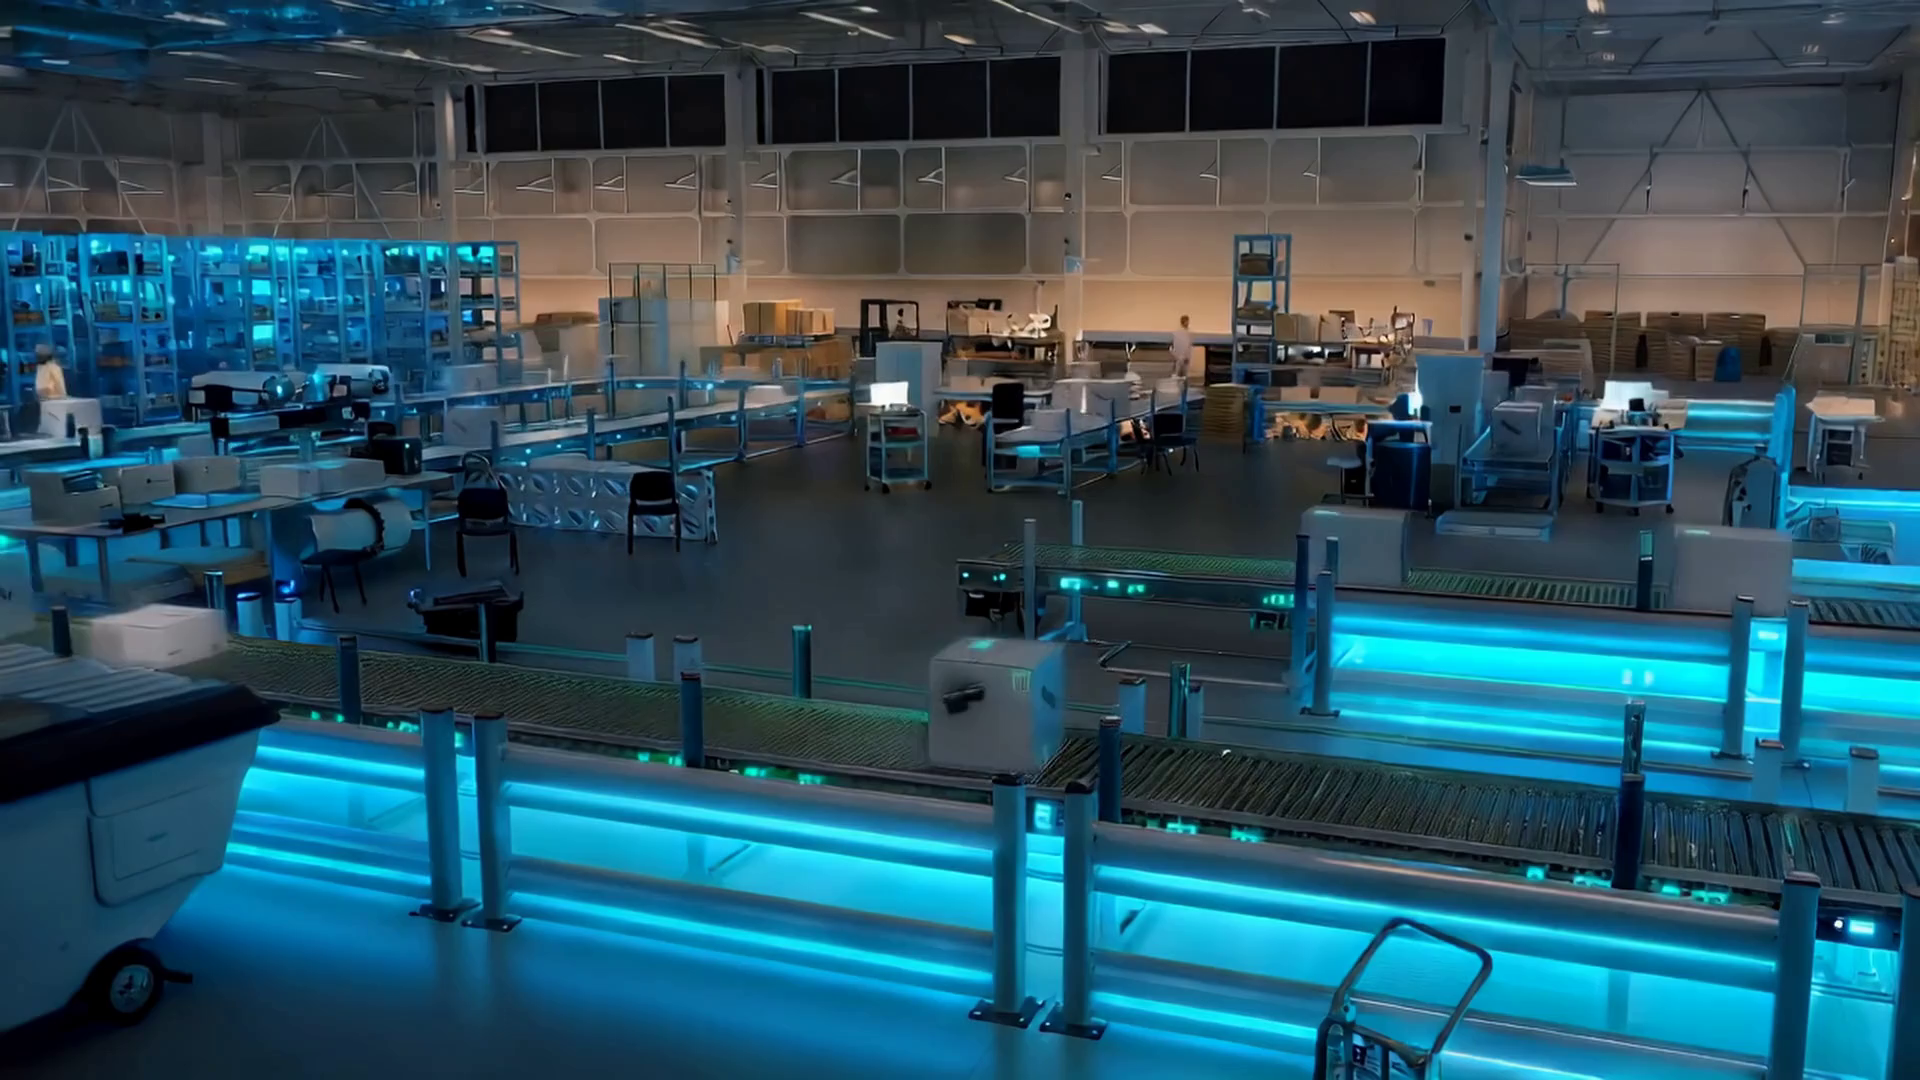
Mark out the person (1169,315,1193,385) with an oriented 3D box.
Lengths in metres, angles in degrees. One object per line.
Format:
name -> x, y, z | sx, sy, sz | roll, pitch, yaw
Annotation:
person -> 5.163, -4.321, 38.942 | 0.709, 1.887, 0.650 | -3, 10, -15

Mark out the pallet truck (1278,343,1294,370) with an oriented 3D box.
pallet truck -> 7.886, -4.163, 39.743 | 0.653, 1.274, 1.630 | 4, 10, 22

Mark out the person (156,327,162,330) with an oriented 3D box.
person -> -17.845, -3.987, 37.106 | 0.586, 1.833, 0.402 | -5, 11, -29

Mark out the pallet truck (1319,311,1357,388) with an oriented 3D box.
pallet truck -> 9.071, -4.419, 39.190 | 0.823, 1.965, 1.885 | 5, 10, 26

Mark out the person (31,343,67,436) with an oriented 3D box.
person -> -14.803, -2.286, 26.912 | 0.603, 1.781, 0.916 | 7, 12, 36

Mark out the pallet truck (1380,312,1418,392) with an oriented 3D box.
pallet truck -> 10.207, -4.283, 38.369 | 0.823, 1.965, 1.885 | 3, 10, 20

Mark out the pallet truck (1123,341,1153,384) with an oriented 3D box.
pallet truck -> 4.445, -4.380, 41.279 | 0.680, 1.201, 1.601 | 4, 10, 22

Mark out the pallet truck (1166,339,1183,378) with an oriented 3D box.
pallet truck -> 5.418, -4.269, 40.420 | 0.704, 1.261, 1.522 | 3, 10, 20

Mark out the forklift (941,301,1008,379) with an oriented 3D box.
forklift -> 0.365, -4.966, 41.571 | 1.157, 1.987, 2.680 | 3, 10, 20

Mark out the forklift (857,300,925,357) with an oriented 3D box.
forklift -> -1.732, -5.109, 42.468 | 1.157, 1.987, 2.680 | 4, 10, 22
